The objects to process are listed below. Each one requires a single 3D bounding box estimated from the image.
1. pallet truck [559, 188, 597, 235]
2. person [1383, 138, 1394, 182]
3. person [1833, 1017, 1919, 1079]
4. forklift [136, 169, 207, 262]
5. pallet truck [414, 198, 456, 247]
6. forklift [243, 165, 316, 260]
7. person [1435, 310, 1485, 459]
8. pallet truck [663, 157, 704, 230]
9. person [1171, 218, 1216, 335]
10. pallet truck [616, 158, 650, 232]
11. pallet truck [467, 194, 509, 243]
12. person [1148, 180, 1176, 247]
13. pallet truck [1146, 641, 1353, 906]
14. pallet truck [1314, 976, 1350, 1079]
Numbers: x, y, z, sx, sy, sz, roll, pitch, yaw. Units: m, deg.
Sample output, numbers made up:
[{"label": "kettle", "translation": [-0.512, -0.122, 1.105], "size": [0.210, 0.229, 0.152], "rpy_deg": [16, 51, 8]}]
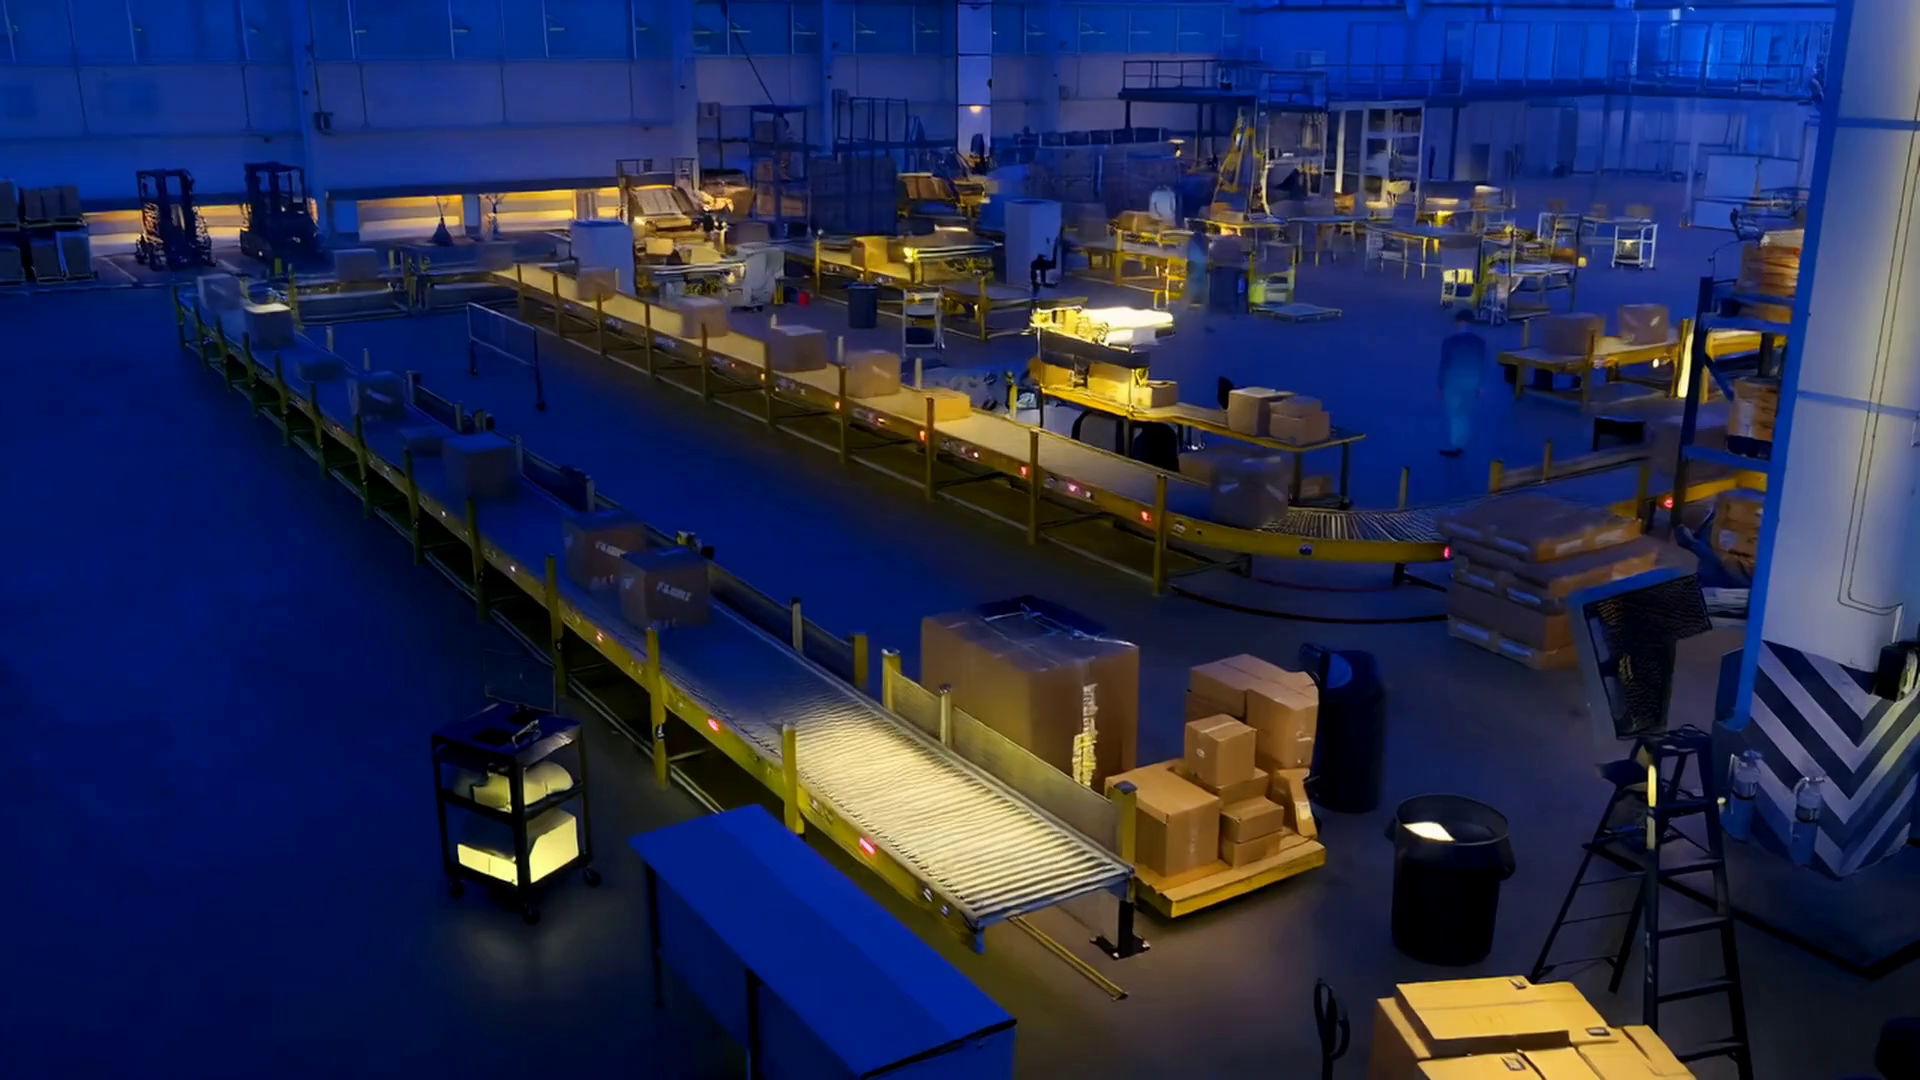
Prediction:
[{"label": "pallet truck", "translation": [-10.010, -8.652, 43.699], "size": [0.653, 1.274, 1.630], "rpy_deg": [-10, 20, -31]}, {"label": "person", "translation": [14.466, -12.712, 56.292], "size": [0.516, 1.836, 0.341], "rpy_deg": [-14, 22, -39]}, {"label": "person", "translation": [3.325, 2.452, 6.021], "size": [0.536, 1.730, 0.874], "rpy_deg": [13, 21, 37]}, {"label": "forklift", "translation": [-17.842, -7.318, 37.559], "size": [1.157, 1.987, 2.680], "rpy_deg": [-10, 20, -31]}, {"label": "pallet truck", "translation": [-13.250, -8.060, 41.856], "size": [0.680, 1.201, 1.601], "rpy_deg": [-10, 20, -31]}, {"label": "forklift", "translation": [-15.898, -7.669, 38.708], "size": [1.157, 1.987, 2.680], "rpy_deg": [-11, 20, -33]}, {"label": "person", "translation": [6.139, -1.918, 20.473], "size": [0.608, 1.797, 0.618], "rpy_deg": [-5, 18, -17]}, {"label": "pallet truck", "translation": [-7.586, -9.308, 44.692], "size": [0.823, 1.965, 1.885], "rpy_deg": [-11, 20, -33]}, {"label": "person", "translation": [4.085, -4.616, 29.056], "size": [0.603, 2.018, 0.909], "rpy_deg": [-13, 21, -38]}, {"label": "pallet truck", "translation": [-8.918, -9.176, 44.255], "size": [0.823, 1.965, 1.885], "rpy_deg": [-9, 19, -27]}, {"label": "pallet truck", "translation": [-11.983, -8.177, 42.137], "size": [0.704, 1.261, 1.522], "rpy_deg": [-11, 20, -33]}, {"label": "person", "translation": [4.714, -7.495, 38.926], "size": [0.662, 1.845, 1.007], "rpy_deg": [1, 17, 5]}, {"label": "pallet truck", "translation": [1.664, 1.407, 10.232], "size": [1.630, 1.274, 0.653], "rpy_deg": [-10, 20, -31]}, {"label": "pallet truck", "translation": [2.299, 2.390, 7.086], "size": [1.601, 1.201, 0.680], "rpy_deg": [-2, 17, -7]}]
